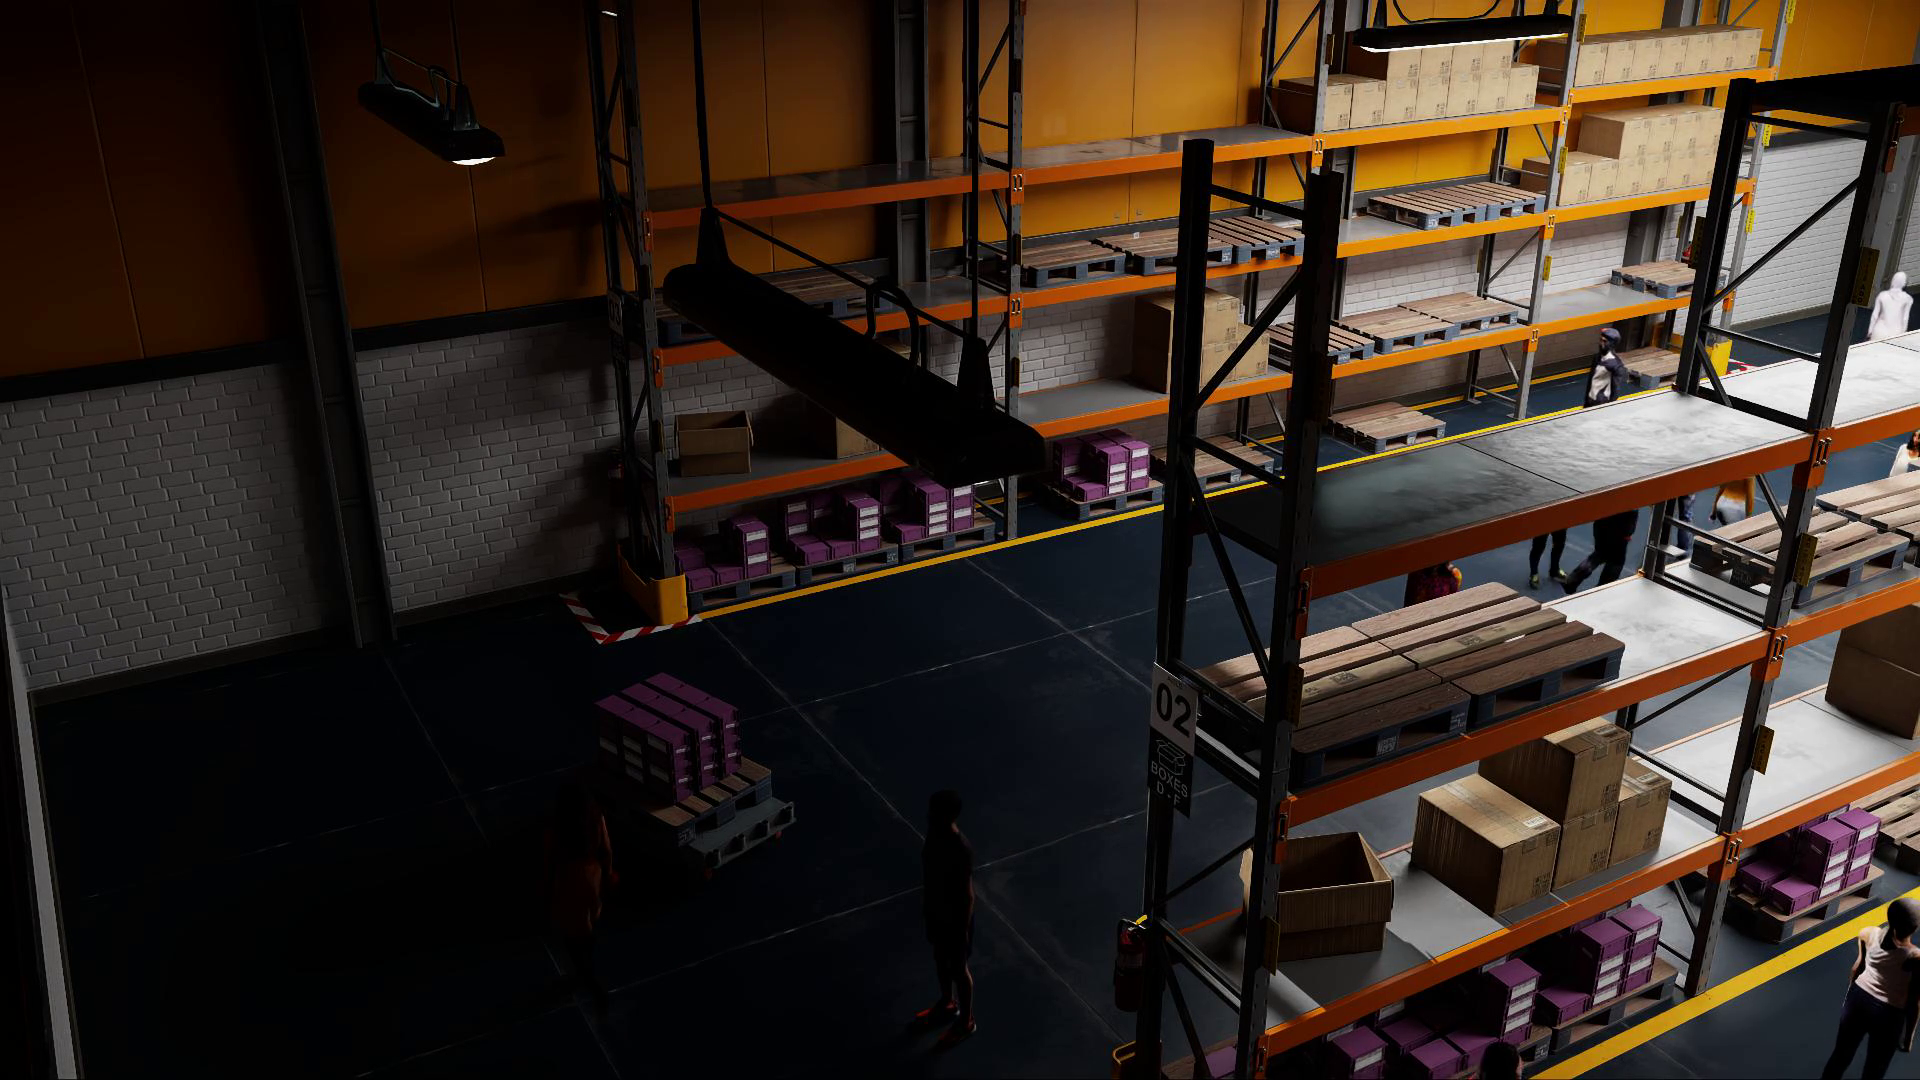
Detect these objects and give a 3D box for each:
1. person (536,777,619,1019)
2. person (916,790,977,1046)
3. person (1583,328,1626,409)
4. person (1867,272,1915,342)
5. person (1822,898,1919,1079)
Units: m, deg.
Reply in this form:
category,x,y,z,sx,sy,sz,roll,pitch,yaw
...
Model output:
category,x,y,z,sx,sy,sz,roll,pitch,yaw
person,-2.500,2.366,11.002,0.982,1.702,0.770,-14,27,-29
person,-0.064,2.407,10.721,0.522,1.852,0.651,-14,27,-28
person,7.653,-1.611,19.863,0.692,1.892,0.740,-6,24,-13
person,12.591,-2.749,22.637,0.870,1.756,1.048,16,28,32
person,5.440,2.848,9.903,0.519,1.701,0.588,-14,27,-29
